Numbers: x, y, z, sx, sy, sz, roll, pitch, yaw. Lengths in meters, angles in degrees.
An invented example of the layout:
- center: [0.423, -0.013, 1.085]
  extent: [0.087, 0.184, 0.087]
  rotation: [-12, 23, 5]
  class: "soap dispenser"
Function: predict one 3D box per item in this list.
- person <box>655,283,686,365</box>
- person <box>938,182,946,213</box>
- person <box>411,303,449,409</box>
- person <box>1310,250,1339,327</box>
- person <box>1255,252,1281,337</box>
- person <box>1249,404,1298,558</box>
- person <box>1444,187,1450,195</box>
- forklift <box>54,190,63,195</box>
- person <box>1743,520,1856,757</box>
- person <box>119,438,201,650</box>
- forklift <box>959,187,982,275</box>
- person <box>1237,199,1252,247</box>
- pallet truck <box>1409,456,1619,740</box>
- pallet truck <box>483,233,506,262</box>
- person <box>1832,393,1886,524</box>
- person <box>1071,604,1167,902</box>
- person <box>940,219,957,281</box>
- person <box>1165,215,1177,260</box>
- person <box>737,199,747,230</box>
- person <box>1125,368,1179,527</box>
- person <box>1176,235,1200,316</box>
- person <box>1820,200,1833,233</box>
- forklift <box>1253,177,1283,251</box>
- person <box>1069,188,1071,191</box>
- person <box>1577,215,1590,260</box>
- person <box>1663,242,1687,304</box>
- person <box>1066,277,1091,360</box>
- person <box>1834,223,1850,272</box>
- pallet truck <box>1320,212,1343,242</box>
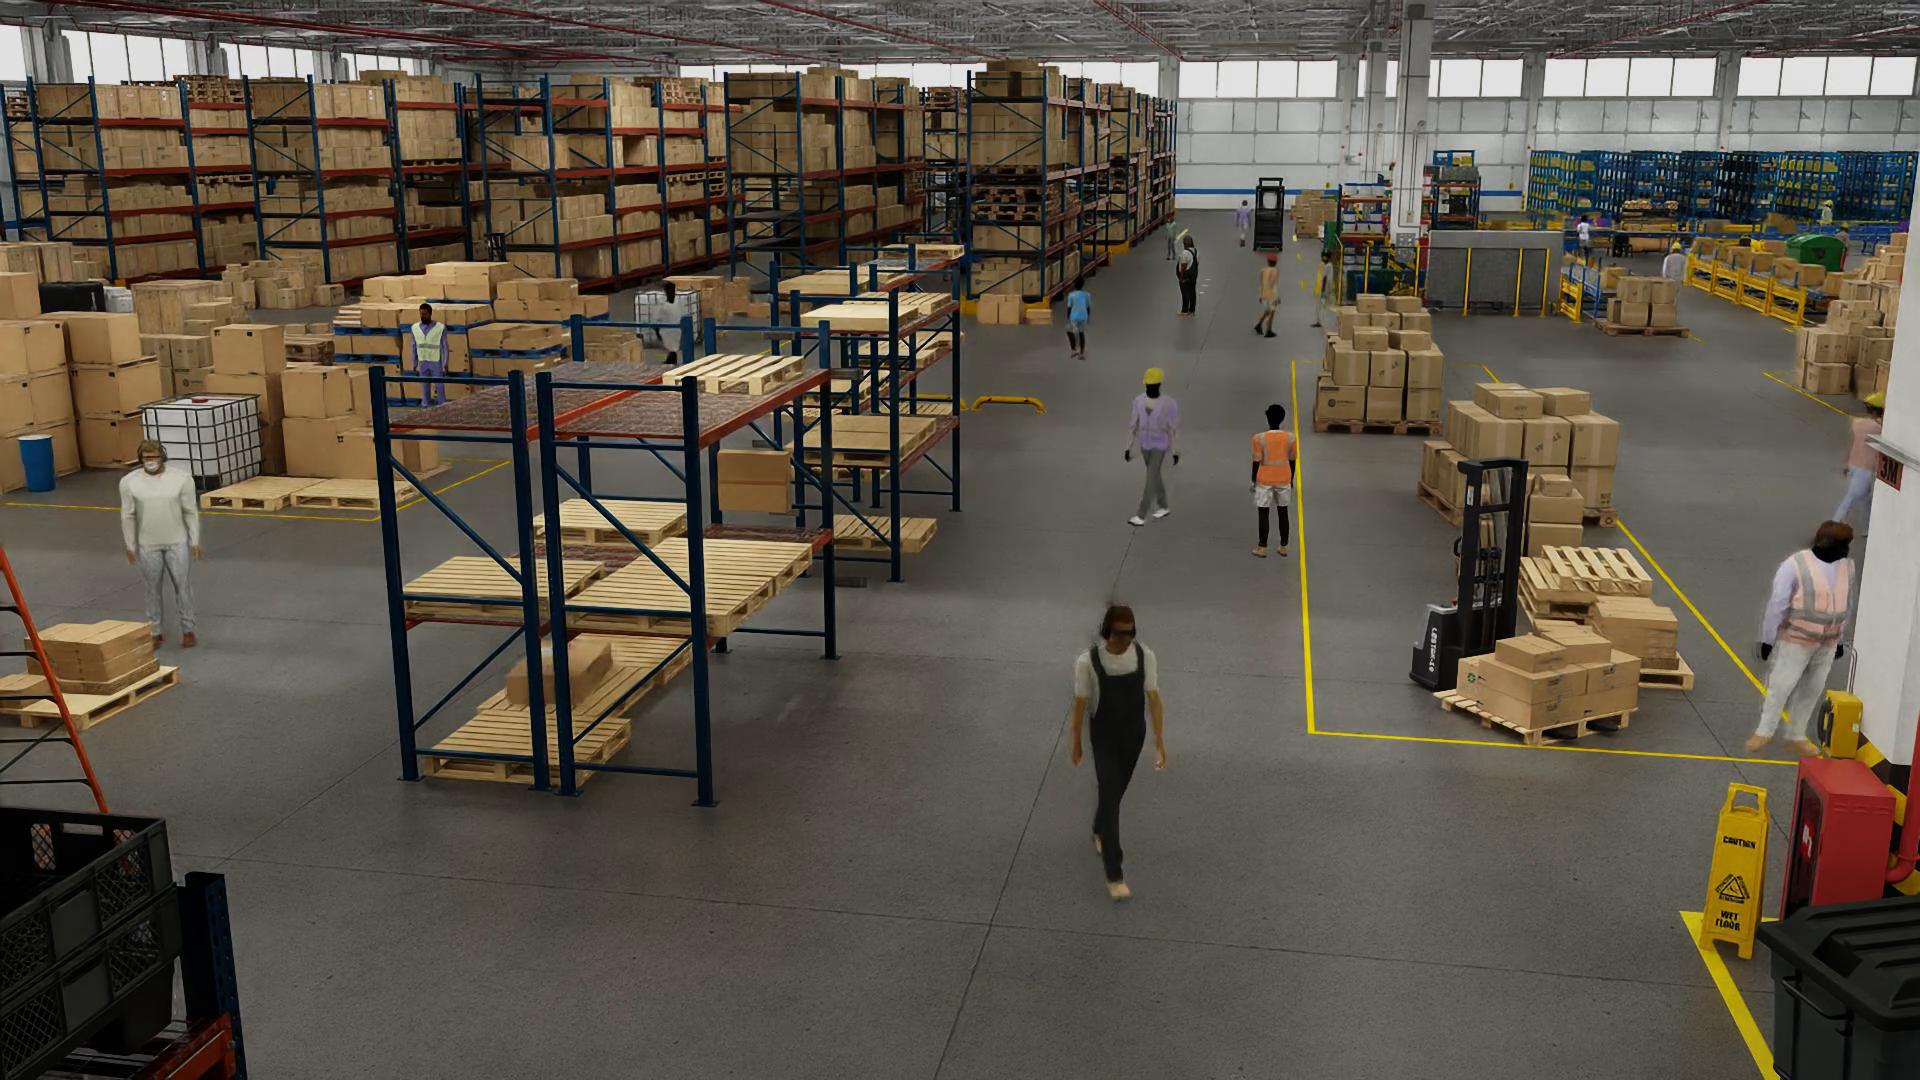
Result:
- center: [-5.283, -3.761, 30.474]
  extent: [0.989, 1.920, 0.607]
  rotation: [12, 18, 41]
  class: "person"
- center: [-0.998, -19.522, 94.794]
  extent: [0.571, 1.745, 0.352]
  rotation: [-6, 15, -21]
  class: "person"
- center: [-8.514, -2.850, 26.755]
  extent: [0.599, 1.917, 0.376]
  rotation: [1, 14, 5]
  class: "person"
- center: [8.745, -5.967, 39.552]
  extent: [0.711, 1.851, 0.528]
  rotation: [9, 16, 31]
  class: "person"
- center: [7.023, -5.544, 37.685]
  extent: [0.440, 1.922, 0.546]
  rotation: [-7, 15, -26]
  class: "person"
- center: [3.431, -0.643, 18.250]
  extent: [0.539, 1.695, 0.319]
  rotation: [-3, 14, -11]
  class: "person"
- center: [23.522, -16.151, 80.595]
  extent: [0.375, 1.997, 0.612]
  rotation: [-9, 17, -33]
  class: "person"
- center: [-27.194, -9.351, 51.168]
  extent: [1.129, 2.768, 1.873]
  rotation: [3, 14, 10]
  class: "forklift"
- center: [6.309, 0.740, 12.406]
  extent: [0.694, 1.820, 0.477]
  rotation: [-3, 14, -13]
  class: "person"
- center: [-7.199, 0.031, 15.020]
  extent: [0.635, 1.936, 0.354]
  rotation: [-5, 15, -18]
  class: "person"
- center: [0.519, -9.973, 53.694]
  extent: [1.129, 2.768, 1.873]
  rotation: [3, 14, 10]
  class: "forklift"
- center: [11.449, -12.793, 67.130]
  extent: [0.630, 1.924, 0.489]
  rotation: [7, 15, 25]
  class: "person"
- center: [4.504, 0.400, 13.395]
  extent: [0.823, 1.965, 1.885]
  rotation: [-6, 15, -23]
  class: "pallet truck"
- center: [-11.832, -7.026, 43.548]
  extent: [1.885, 1.965, 0.823]
  rotation: [8, 16, 28]
  class: "pallet truck"
- center: [10.335, -0.816, 18.914]
  extent: [0.917, 1.715, 0.552]
  rotation: [-1, 14, -3]
  class: "person"
- center: [0.977, 1.252, 10.380]
  extent: [0.506, 1.788, 1.001]
  rotation: [-4, 15, -17]
  class: "person"
- center: [-0.299, -9.047, 51.951]
  extent: [0.643, 1.903, 0.399]
  rotation: [-7, 16, -28]
  class: "person"
- center: [7.656, -10.955, 60.273]
  extent: [0.325, 1.621, 0.504]
  rotation: [-8, 16, -30]
  class: "person"
- center: [-9.579, -14.109, 72.538]
  extent: [0.549, 1.899, 0.979]
  rotation: [0, 14, 0]
  class: "person"
- center: [2.279, -1.123, 19.829]
  extent: [0.611, 1.871, 0.984]
  rotation: [12, 18, 39]
  class: "person"
- center: [5.726, -6.691, 42.099]
  extent: [0.536, 2.000, 0.683]
  rotation: [12, 19, 41]
  class: "person"
- center: [35.767, -13.124, 68.672]
  extent: [0.404, 1.824, 0.609]
  rotation: [1, 14, 5]
  class: "person"
- center: [12.083, -12.747, 64.956]
  extent: [1.129, 2.768, 1.873]
  rotation: [3, 14, 10]
  class: "forklift"
- center: [5.630, -17.414, 86.189]
  extent: [0.646, 1.786, 0.978]
  rotation: [2, 14, 10]
  class: "person"
- center: [22.214, -10.766, 59.429]
  extent: [0.551, 1.657, 0.862]
  rotation: [-2, 14, -9]
  class: "person"
- center: [18.365, -6.753, 42.822]
  extent: [0.598, 1.814, 0.552]
  rotation: [2, 14, 9]
  class: "person"
- center: [2.418, -4.555, 34.145]
  extent: [0.556, 1.677, 0.476]
  rotation: [-6, 15, -23]
  class: "person"
- center: [27.879, -9.135, 52.602]
  extent: [0.327, 1.761, 0.522]
  rotation: [-7, 15, -26]
  class: "person"
- center: [15.874, -13.227, 70.310]
  extent: [0.680, 1.201, 1.601]
  rotation: [10, 17, 35]
  class: "pallet truck"
